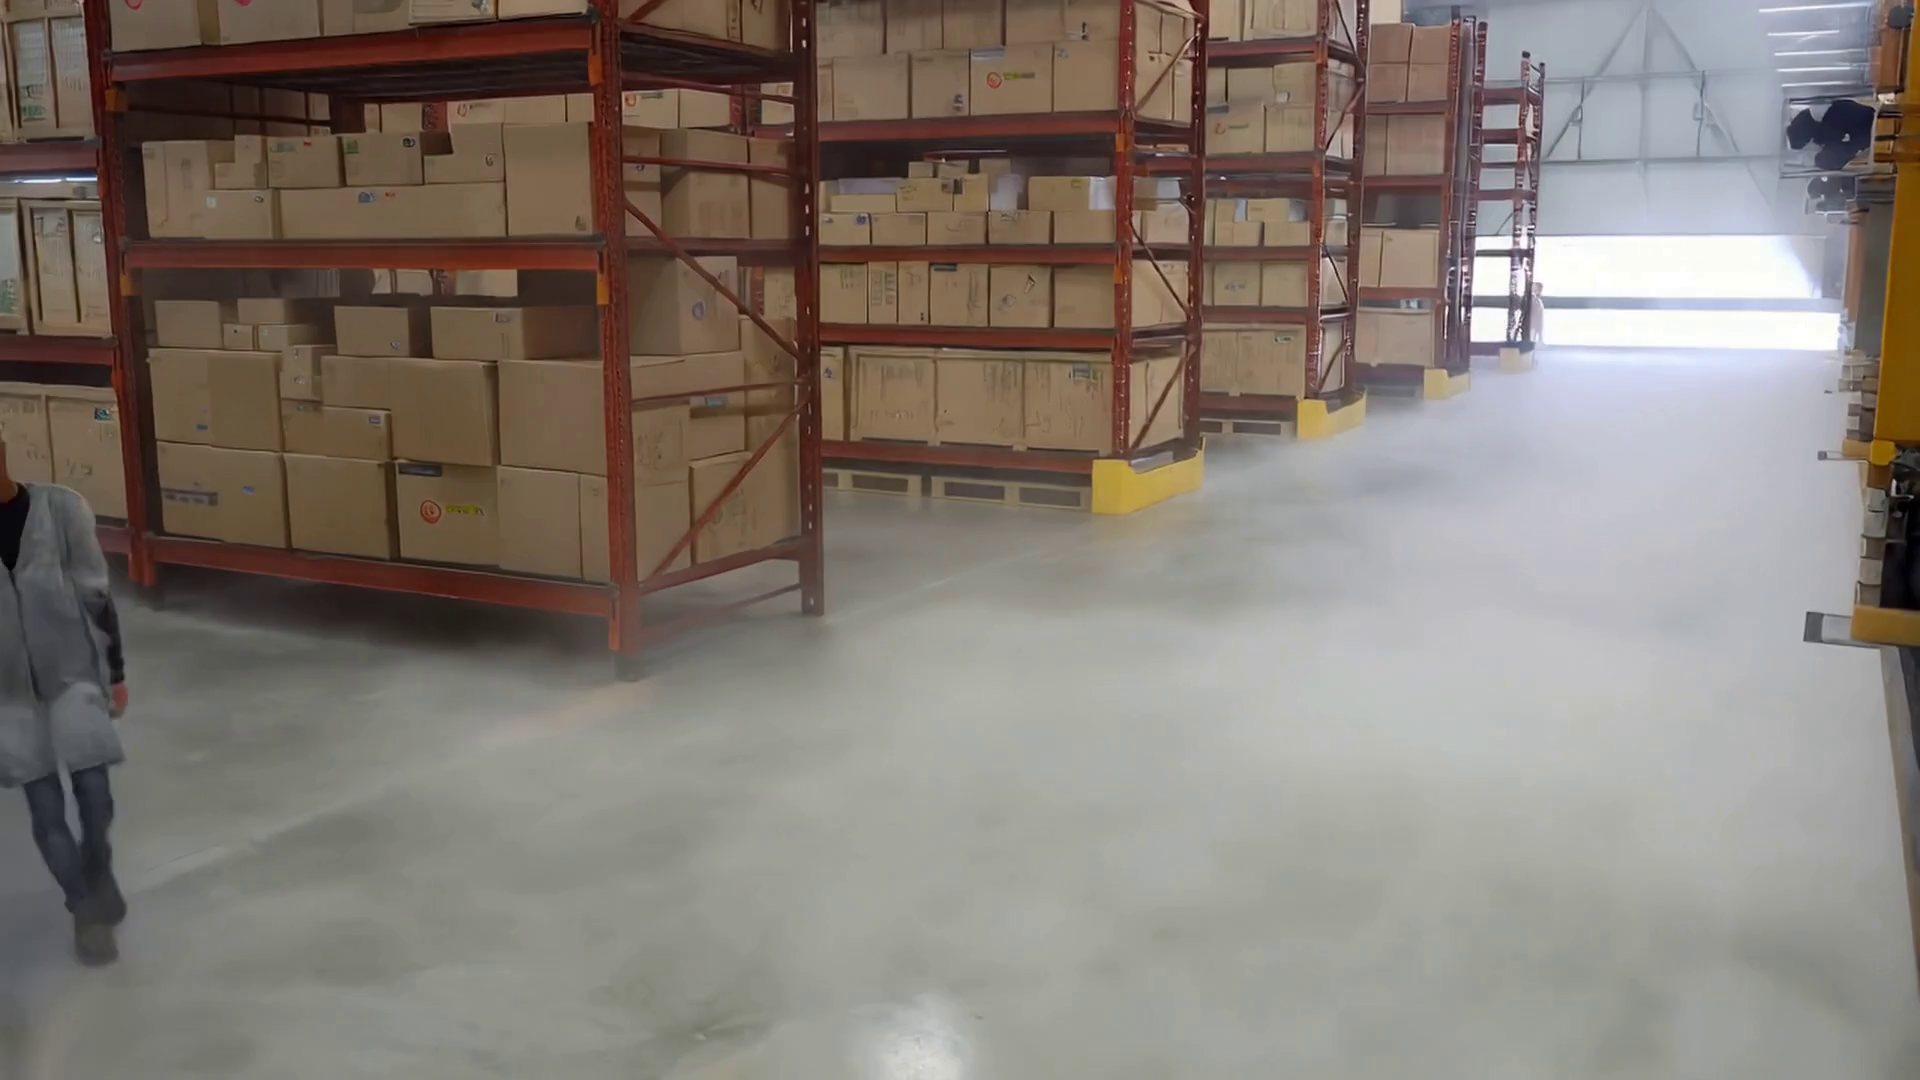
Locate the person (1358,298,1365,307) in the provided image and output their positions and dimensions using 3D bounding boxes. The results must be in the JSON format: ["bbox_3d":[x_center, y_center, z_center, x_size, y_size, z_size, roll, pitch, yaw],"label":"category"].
[{"bbox_3d":[8.598,-4.897,36.508,0.857,1.881,0.651,5,11,27],"label":"person"}]

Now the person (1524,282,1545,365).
[{"bbox_3d":[11.976,-4.508,34.664,0.566,1.733,0.377,-5,11,-26],"label":"person"}]

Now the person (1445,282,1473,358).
[{"bbox_3d":[10.967,-4.844,36.704,0.508,1.688,0.913,-4,11,-24],"label":"person"}]

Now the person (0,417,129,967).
[{"bbox_3d":[-3.021,0.462,5.377,0.590,1.902,0.448,-6,11,-30],"label":"person"}]
